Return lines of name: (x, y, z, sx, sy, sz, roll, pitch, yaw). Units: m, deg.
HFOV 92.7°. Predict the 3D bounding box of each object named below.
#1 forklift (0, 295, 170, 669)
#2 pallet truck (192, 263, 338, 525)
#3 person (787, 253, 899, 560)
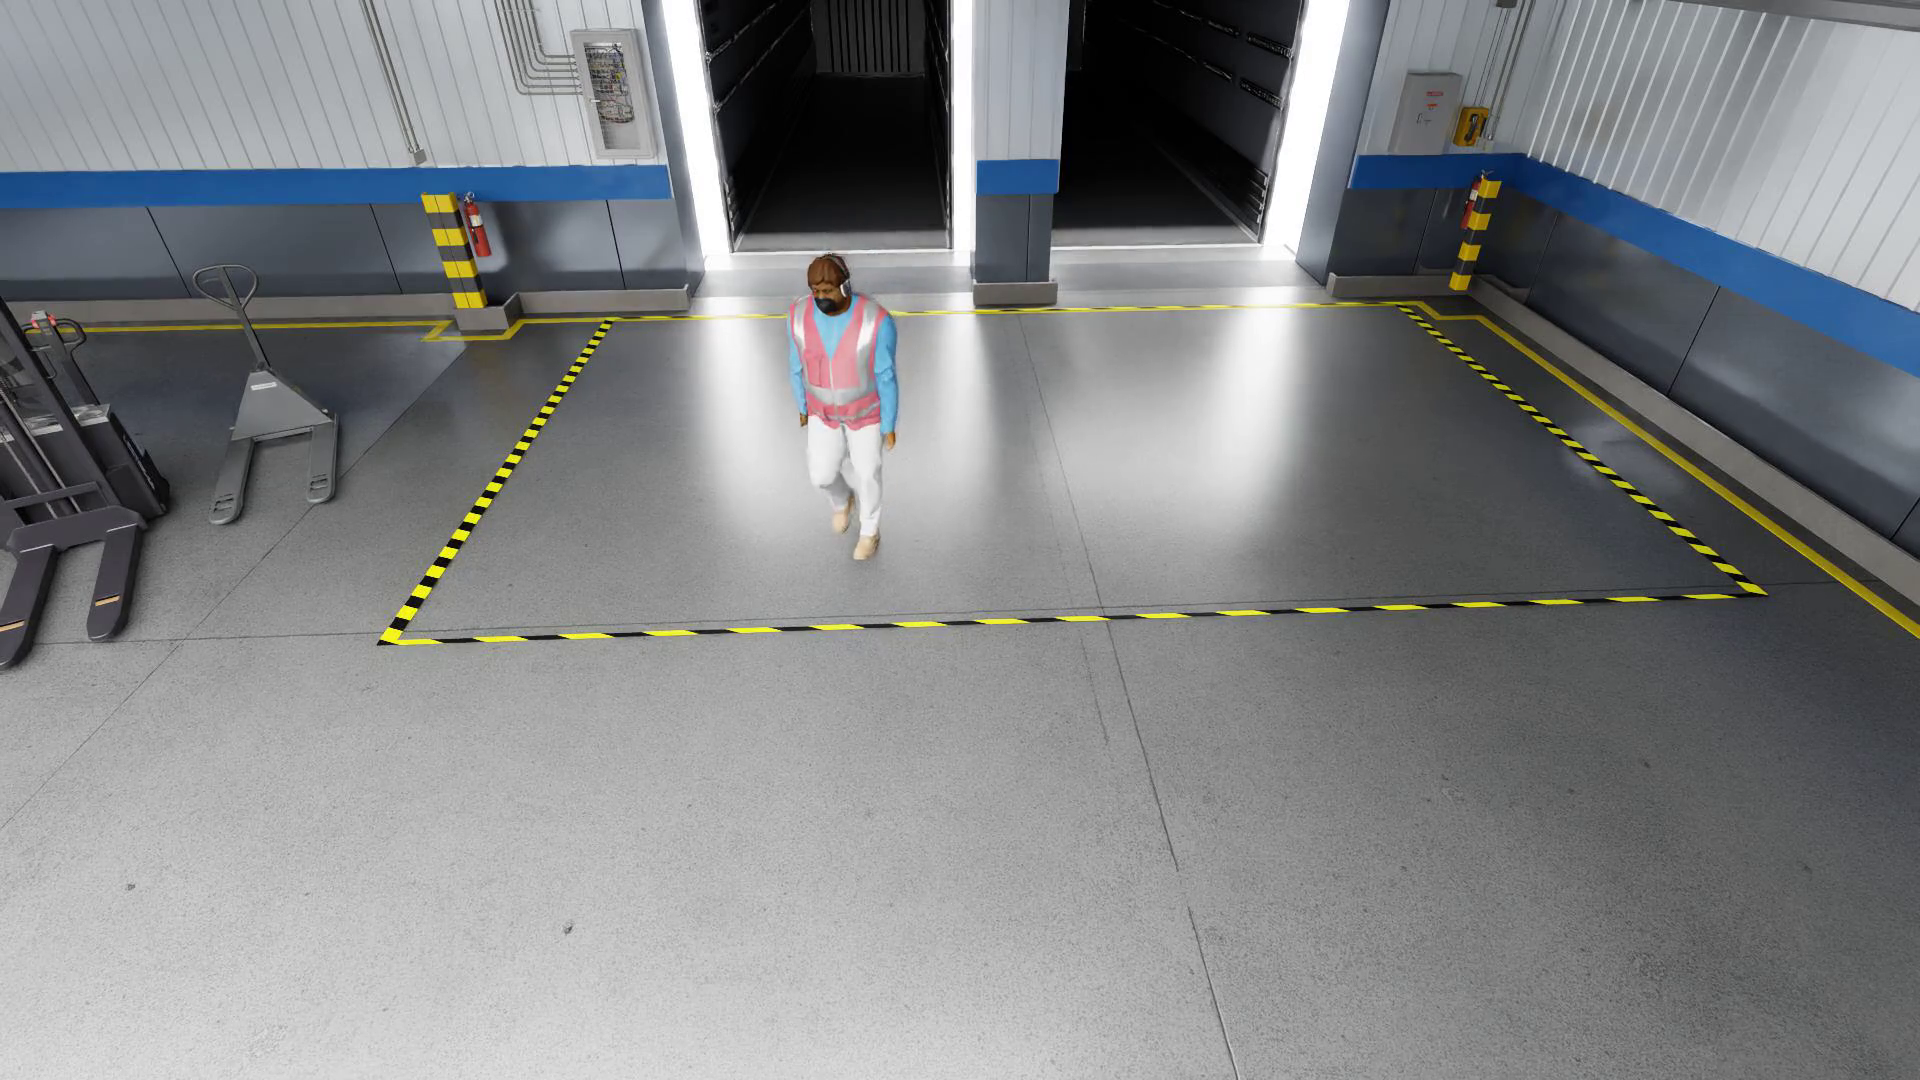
forklift: (-5.212, -0.618, 4.878, 0.823, 1.965, 1.885, -20, 39, -26)
pallet truck: (-4.778, -1.027, 6.128, 0.680, 1.201, 1.601, -17, 38, -23)
person: (-0.640, -0.728, 5.186, 0.650, 1.823, 0.489, 5, 35, 8)
